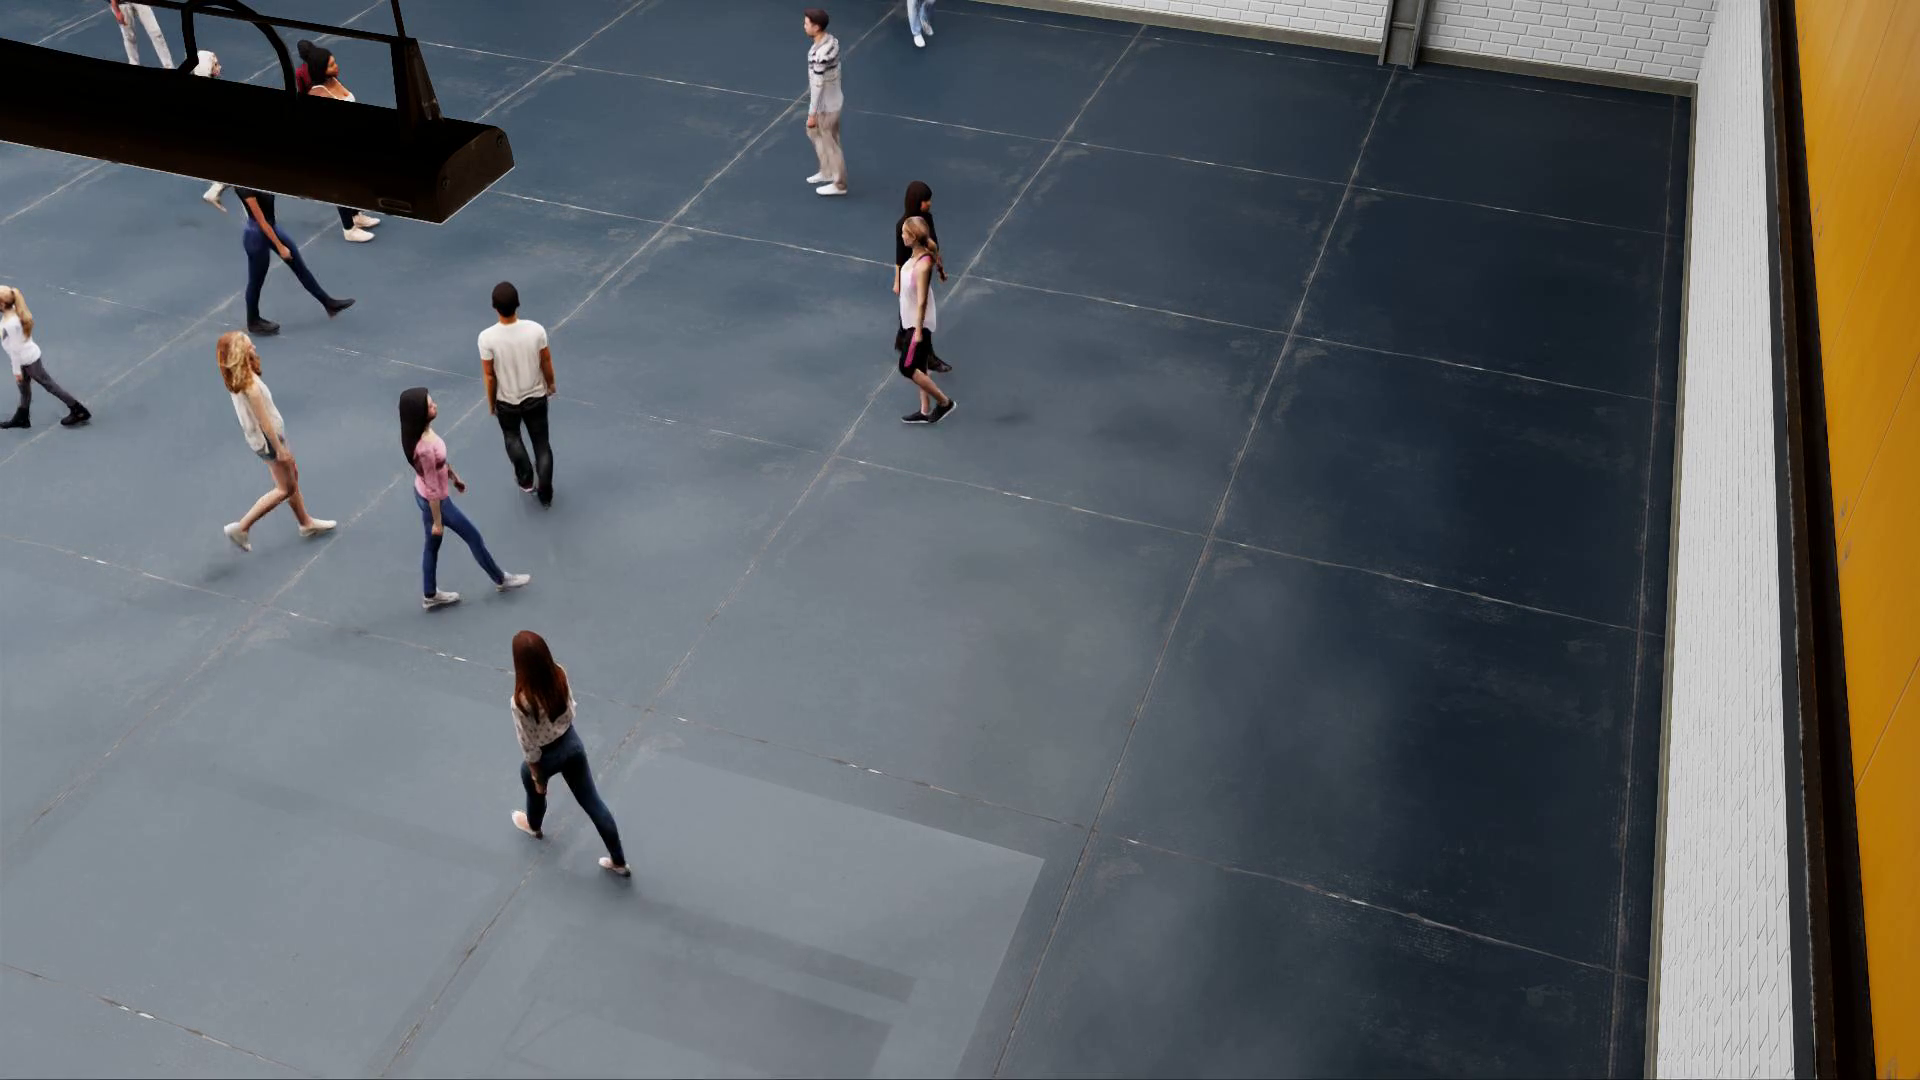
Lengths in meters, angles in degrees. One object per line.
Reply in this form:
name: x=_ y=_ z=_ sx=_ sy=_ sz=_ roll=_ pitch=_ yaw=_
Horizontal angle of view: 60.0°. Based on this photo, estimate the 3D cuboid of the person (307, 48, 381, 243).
person: x=-5.690 y=-3.631 z=15.232 sx=0.741 sy=1.808 sz=0.737 roll=-3 pitch=39 yaw=-4

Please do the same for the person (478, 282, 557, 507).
person: x=-3.131 y=-0.988 z=11.941 sx=0.812 sy=1.785 sz=0.875 roll=-15 pitch=41 yaw=-18

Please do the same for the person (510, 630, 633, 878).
person: x=-2.185 y=1.235 z=9.243 sx=1.208 sy=1.680 sz=0.836 roll=26 pitch=46 yaw=29

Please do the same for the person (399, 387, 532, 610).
person: x=-3.559 y=-0.245 z=11.063 sx=1.044 sy=1.721 sz=0.963 roll=-15 pitch=41 yaw=-18

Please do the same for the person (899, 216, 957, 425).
person: x=-0.212 y=-1.657 z=12.792 sx=0.775 sy=1.768 sz=0.720 roll=-2 pitch=39 yaw=-2

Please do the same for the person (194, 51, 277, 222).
person: x=-6.872 y=-3.695 z=15.392 sx=0.953 sy=1.708 sz=0.826 roll=-5 pitch=39 yaw=-6

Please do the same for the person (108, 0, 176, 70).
person: x=-9.056 y=-5.841 z=18.030 sx=1.163 sy=1.769 sz=0.926 roll=31 pitch=48 yaw=32

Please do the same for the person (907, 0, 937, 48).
person: x=-0.521 y=-6.553 z=18.869 sx=0.836 sy=1.835 sz=0.895 roll=-12 pitch=40 yaw=-15

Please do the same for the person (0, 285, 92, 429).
person: x=-7.147 y=-1.398 z=12.887 sx=0.936 sy=1.245 sz=0.852 roll=-14 pitch=41 yaw=-17

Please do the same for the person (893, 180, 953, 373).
person: x=-0.417 y=-2.194 z=13.583 sx=0.986 sy=1.621 sz=0.774 roll=26 pitch=45 yaw=29

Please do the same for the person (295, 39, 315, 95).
person: x=-6.366 y=-4.373 z=16.612 sx=0.643 sy=1.245 sz=0.707 roll=-23 pitch=44 yaw=-26

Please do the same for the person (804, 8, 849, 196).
person: x=-1.187 y=-4.160 z=15.865 sx=0.773 sy=1.845 sz=0.792 roll=4 pitch=39 yaw=5

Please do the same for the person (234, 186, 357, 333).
person: x=-5.893 y=-2.461 z=13.861 sx=1.196 sy=1.691 sz=0.928 roll=-5 pitch=39 yaw=-6

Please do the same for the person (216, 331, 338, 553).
person: x=-4.885 y=-0.636 z=11.534 sx=0.990 sy=1.743 sz=0.987 roll=-22 pitch=44 yaw=-25
